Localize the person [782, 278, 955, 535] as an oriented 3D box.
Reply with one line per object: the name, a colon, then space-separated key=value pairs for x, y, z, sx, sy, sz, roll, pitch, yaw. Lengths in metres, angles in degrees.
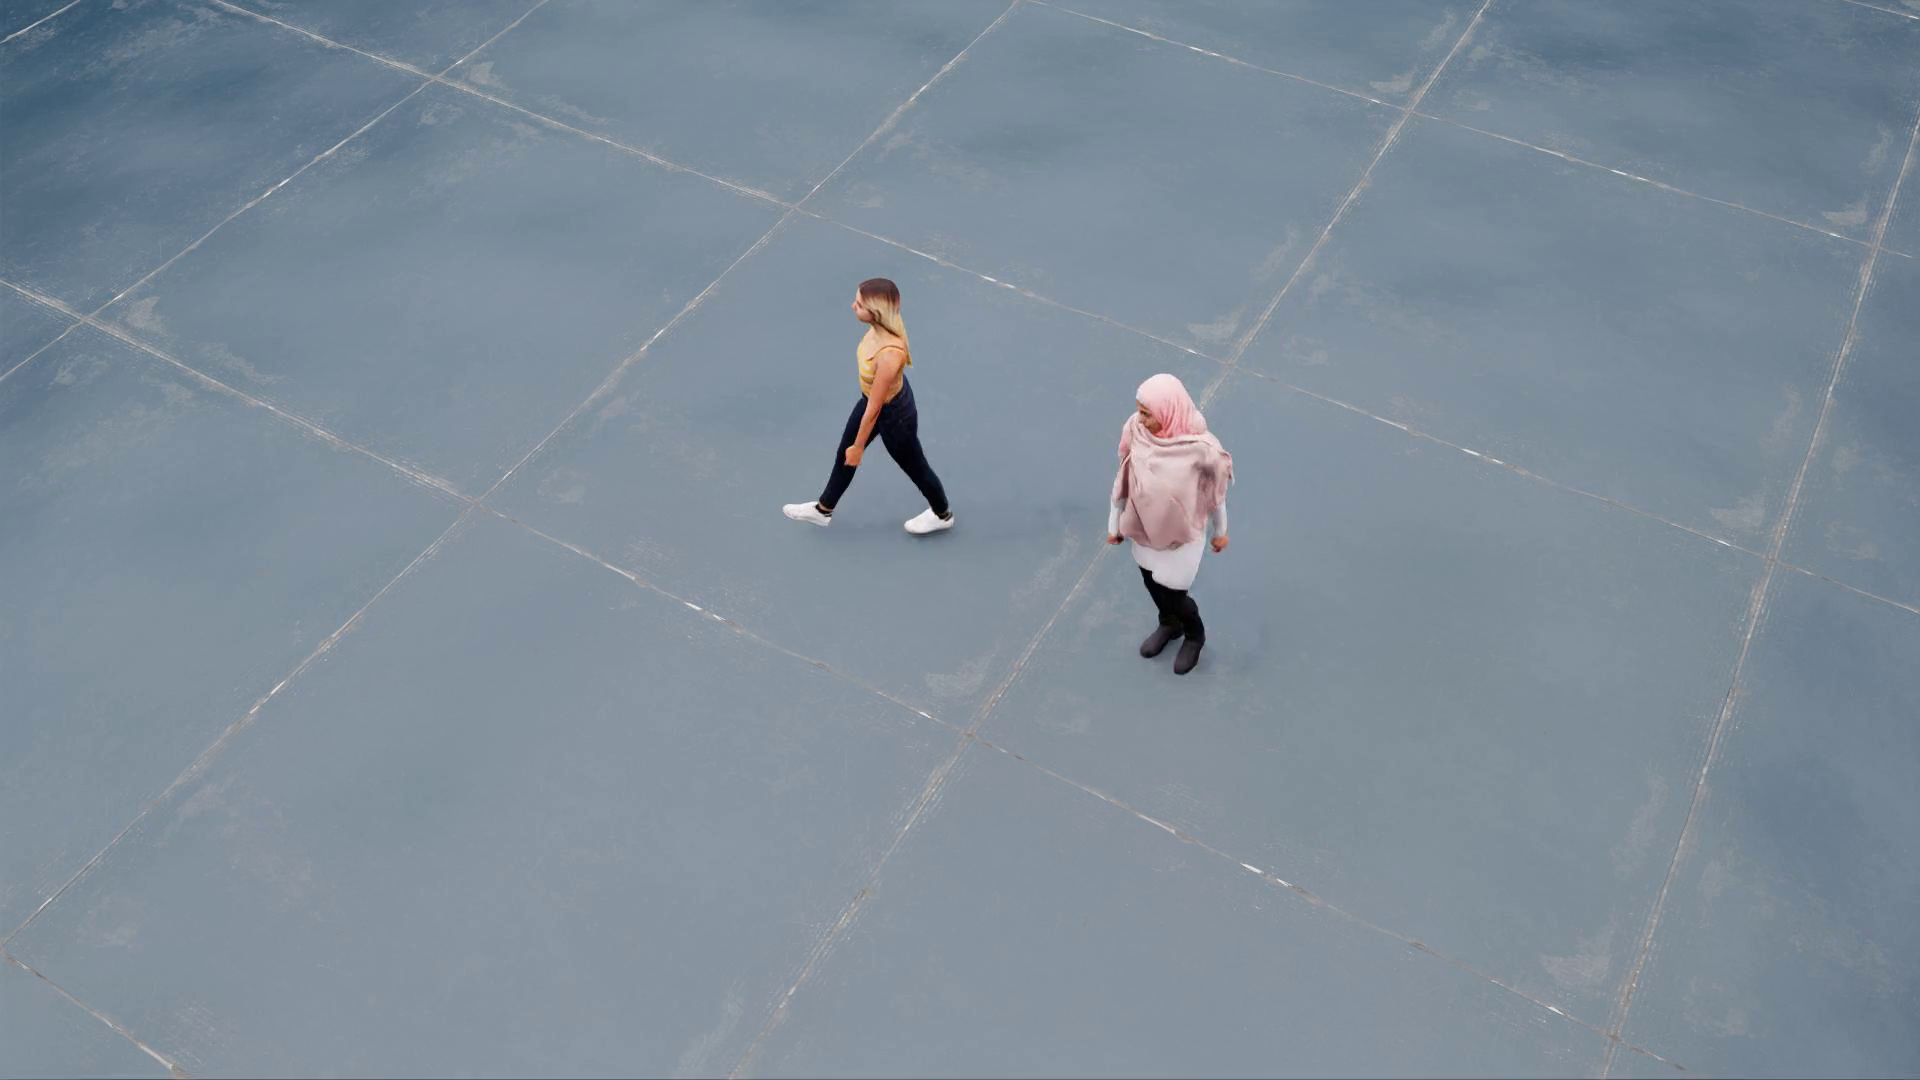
person: x=-0.256 y=-0.580 z=8.023 sx=1.127 sy=1.587 sz=1.022 roll=-8 pitch=48 yaw=-7

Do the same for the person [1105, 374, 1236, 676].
person: x=0.971 y=-0.063 z=7.434 sx=0.611 sy=1.750 sz=0.727 roll=17 pitch=49 yaw=15
